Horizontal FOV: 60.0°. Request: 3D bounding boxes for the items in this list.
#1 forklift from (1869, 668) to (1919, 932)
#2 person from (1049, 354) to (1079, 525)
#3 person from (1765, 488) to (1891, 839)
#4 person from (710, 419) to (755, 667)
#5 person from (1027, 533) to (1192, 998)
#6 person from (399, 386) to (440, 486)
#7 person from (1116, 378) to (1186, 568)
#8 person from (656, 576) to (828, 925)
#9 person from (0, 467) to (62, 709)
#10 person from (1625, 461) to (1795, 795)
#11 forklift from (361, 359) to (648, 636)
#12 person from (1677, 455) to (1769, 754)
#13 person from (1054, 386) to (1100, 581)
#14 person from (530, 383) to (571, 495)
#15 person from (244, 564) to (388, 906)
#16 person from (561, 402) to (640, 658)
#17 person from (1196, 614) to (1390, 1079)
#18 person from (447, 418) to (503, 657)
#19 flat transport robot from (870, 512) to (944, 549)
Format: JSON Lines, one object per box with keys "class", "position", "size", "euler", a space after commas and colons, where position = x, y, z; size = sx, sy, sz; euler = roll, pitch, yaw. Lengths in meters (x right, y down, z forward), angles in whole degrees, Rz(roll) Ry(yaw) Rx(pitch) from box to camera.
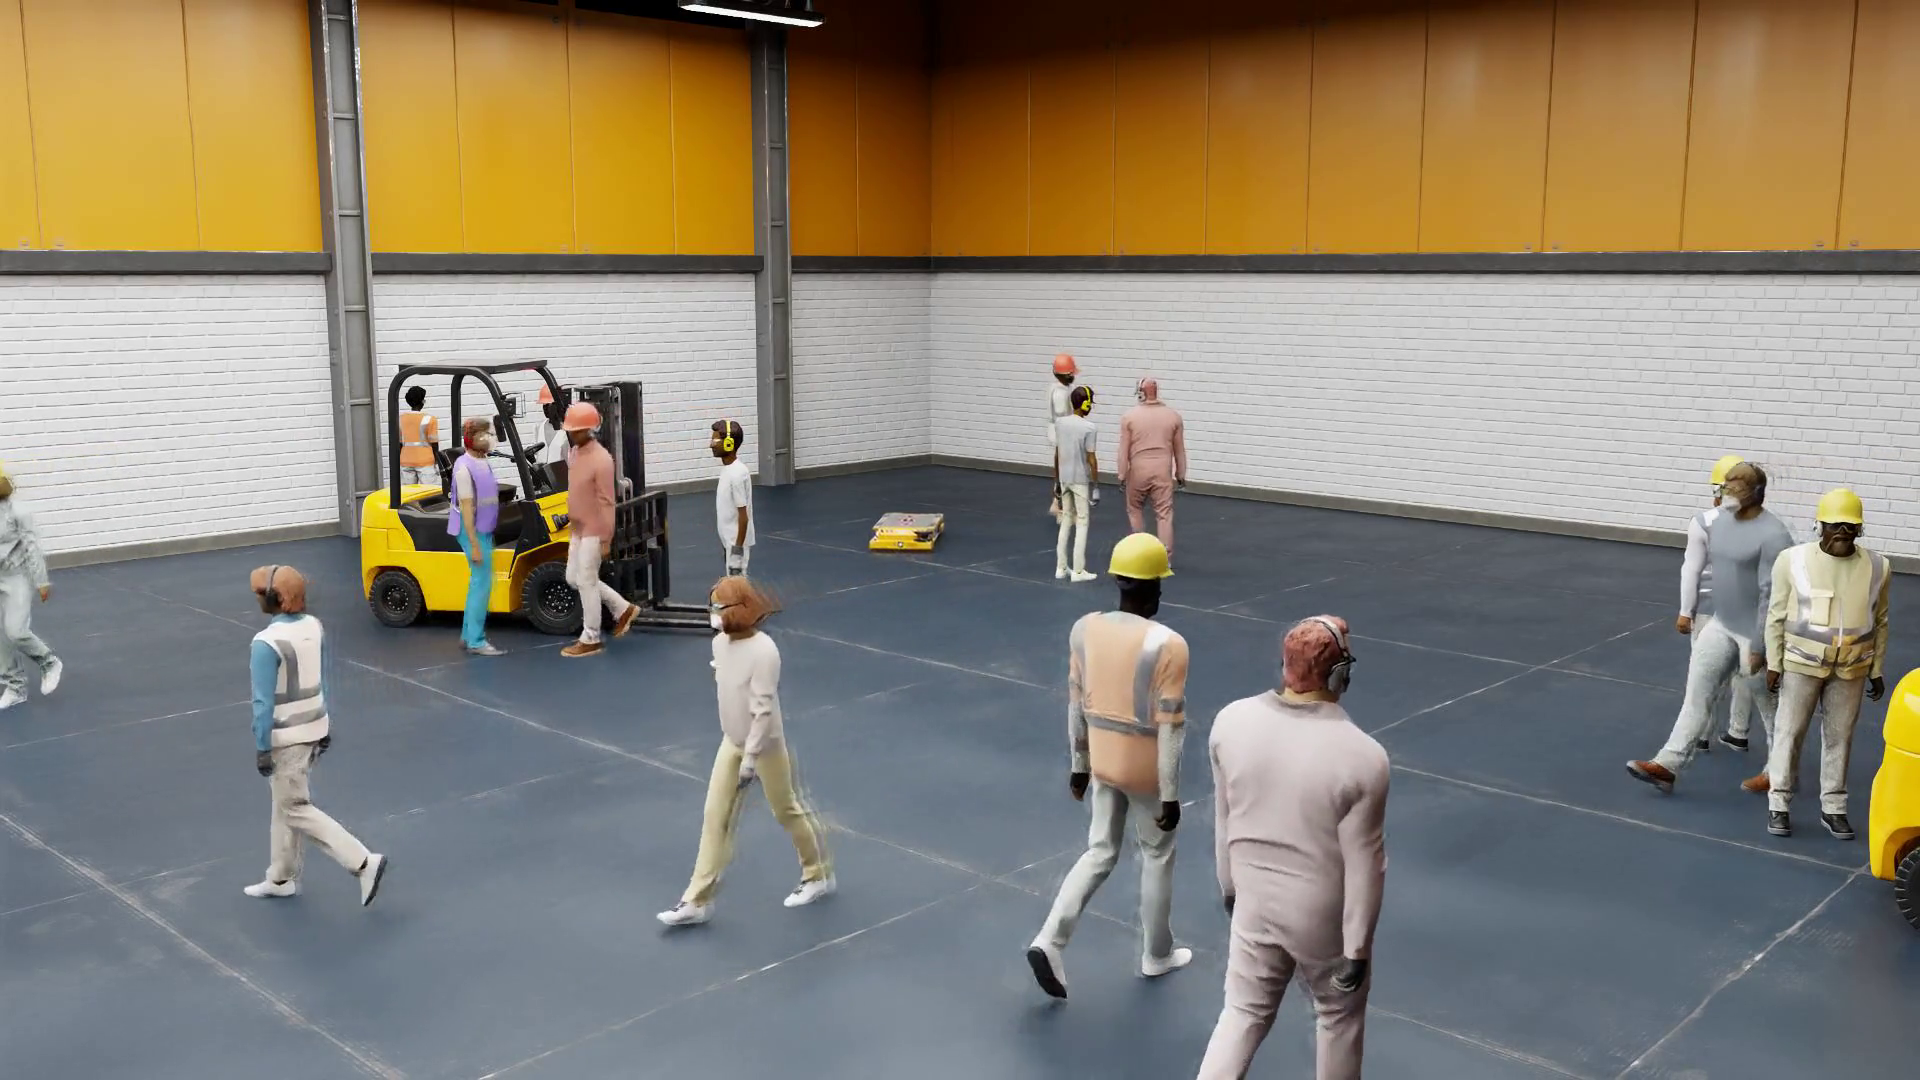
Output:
{"class": "forklift", "position": [5.205, 0.723, 7.013], "size": [2.313, 2.155, 1.214], "euler": [9, 13, 43]}
{"class": "person", "position": [1.210, -1.132, 19.041], "size": [0.385, 1.996, 0.715], "euler": [2, 9, 11]}
{"class": "person", "position": [4.492, 0.639, 8.624], "size": [0.588, 1.835, 0.403], "euler": [2, 9, 12]}
{"class": "person", "position": [-1.655, 0.059, 12.073], "size": [0.335, 1.873, 0.520], "euler": [-2, 9, -13]}
{"class": "person", "position": [0.639, 0.917, 6.728], "size": [0.817, 1.904, 0.591], "euler": [-9, 13, -44]}
{"class": "person", "position": [-5.864, -0.821, 18.019], "size": [0.532, 1.694, 0.320], "euler": [3, 10, 17]}
{"class": "person", "position": [1.871, -0.651, 16.381], "size": [0.732, 1.879, 0.699], "euler": [-1, 9, -8]}
{"class": "person", "position": [-0.953, 0.942, 7.526], "size": [0.506, 1.584, 0.853], "euler": [9, 13, 44]}
{"class": "person", "position": [-6.379, 0.284, 11.141], "size": [0.535, 1.720, 0.479], "euler": [2, 9, 10]}
{"class": "person", "position": [4.255, 0.516, 9.193], "size": [1.039, 1.887, 0.646], "euler": [-2, 10, -13]}
{"class": "forklift", "position": [-3.850, -0.407, 13.936], "size": [2.313, 2.155, 1.214], "euler": [2, 9, 11]}
{"class": "person", "position": [4.662, 0.398, 10.144], "size": [0.596, 1.826, 0.403], "euler": [-2, 9, -10]}
{"class": "person", "position": [1.105, -0.531, 15.751], "size": [0.540, 1.853, 0.348], "euler": [9, 13, 43]}
{"class": "person", "position": [-3.636, -0.451, 14.992], "size": [0.545, 1.939, 0.354], "euler": [3, 10, 20]}
{"class": "person", "position": [-3.002, 0.908, 7.658], "size": [0.736, 1.613, 0.533], "euler": [1, 9, 7]}
{"class": "person", "position": [-2.755, -0.082, 12.633], "size": [0.596, 1.968, 0.645], "euler": [-6, 11, -32]}
{"class": "person", "position": [1.041, 1.165, 5.277], "size": [0.642, 1.875, 0.870], "euler": [7, 12, 38]}
{"class": "person", "position": [-3.710, -0.011, 12.717], "size": [0.382, 1.844, 0.591], "euler": [-1, 9, -4]}
{"class": "flat transport robot", "position": [-0.559, -0.110, 18.001], "size": [0.652, 0.197, 1.431], "euler": [1, 9, 5]}
